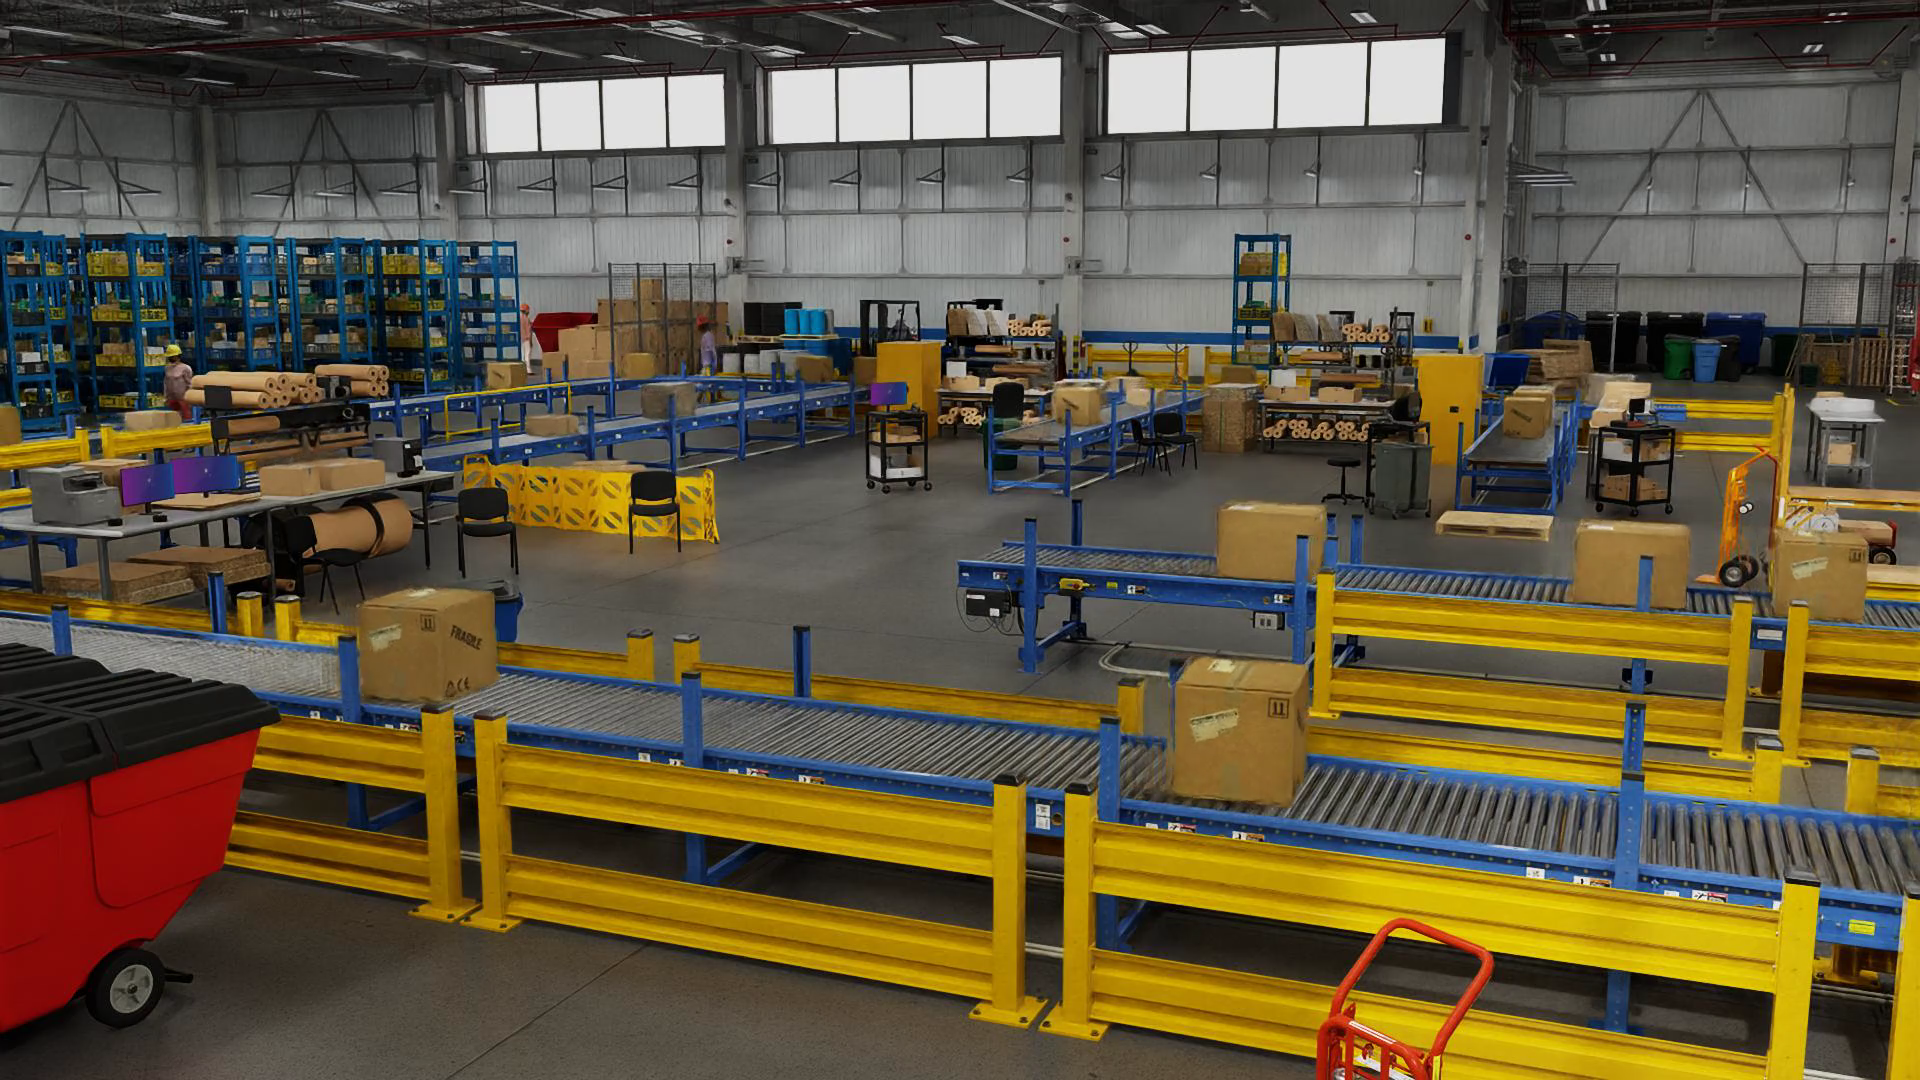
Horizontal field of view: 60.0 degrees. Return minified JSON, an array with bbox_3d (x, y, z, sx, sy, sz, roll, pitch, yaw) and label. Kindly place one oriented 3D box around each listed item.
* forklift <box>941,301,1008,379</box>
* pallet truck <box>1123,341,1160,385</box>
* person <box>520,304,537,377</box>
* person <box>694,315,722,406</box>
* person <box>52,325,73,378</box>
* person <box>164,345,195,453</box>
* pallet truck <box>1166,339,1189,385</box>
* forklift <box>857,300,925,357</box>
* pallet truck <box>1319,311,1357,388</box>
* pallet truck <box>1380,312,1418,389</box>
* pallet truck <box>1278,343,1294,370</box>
[{"bbox_3d":[0.365,-4.966,41.571,1.157,1.987,2.680,3,10,20],"label":"forklift"},{"bbox_3d":[4.445,-4.380,41.279,0.680,1.201,1.601,4,10,22],"label":"pallet truck"},{"bbox_3d":[-11.892,-5.475,45.597,0.379,1.995,0.622,-8,13,-42],"label":"person"},{"bbox_3d":[-5.347,-3.659,34.583,0.971,1.996,0.669,-2,10,-10],"label":"person"},{"bbox_3d":[-19.622,-3.856,36.396,0.973,1.805,0.561,-9,13,-44],"label":"person"},{"bbox_3d":[-12.685,-2.284,26.982,0.523,1.760,0.327,2,10,14],"label":"person"},{"bbox_3d":[5.418,-4.269,40.420,0.704,1.261,1.522,3,10,20],"label":"pallet truck"},{"bbox_3d":[-1.732,-5.109,42.468,1.157,1.987,2.680,4,10,22],"label":"forklift"},{"bbox_3d":[9.071,-4.419,39.190,0.823,1.965,1.885,5,10,26],"label":"pallet truck"},{"bbox_3d":[10.207,-4.283,38.369,0.823,1.965,1.885,3,10,20],"label":"pallet truck"},{"bbox_3d":[7.886,-4.163,39.743,0.653,1.274,1.630,4,10,22],"label":"pallet truck"}]
